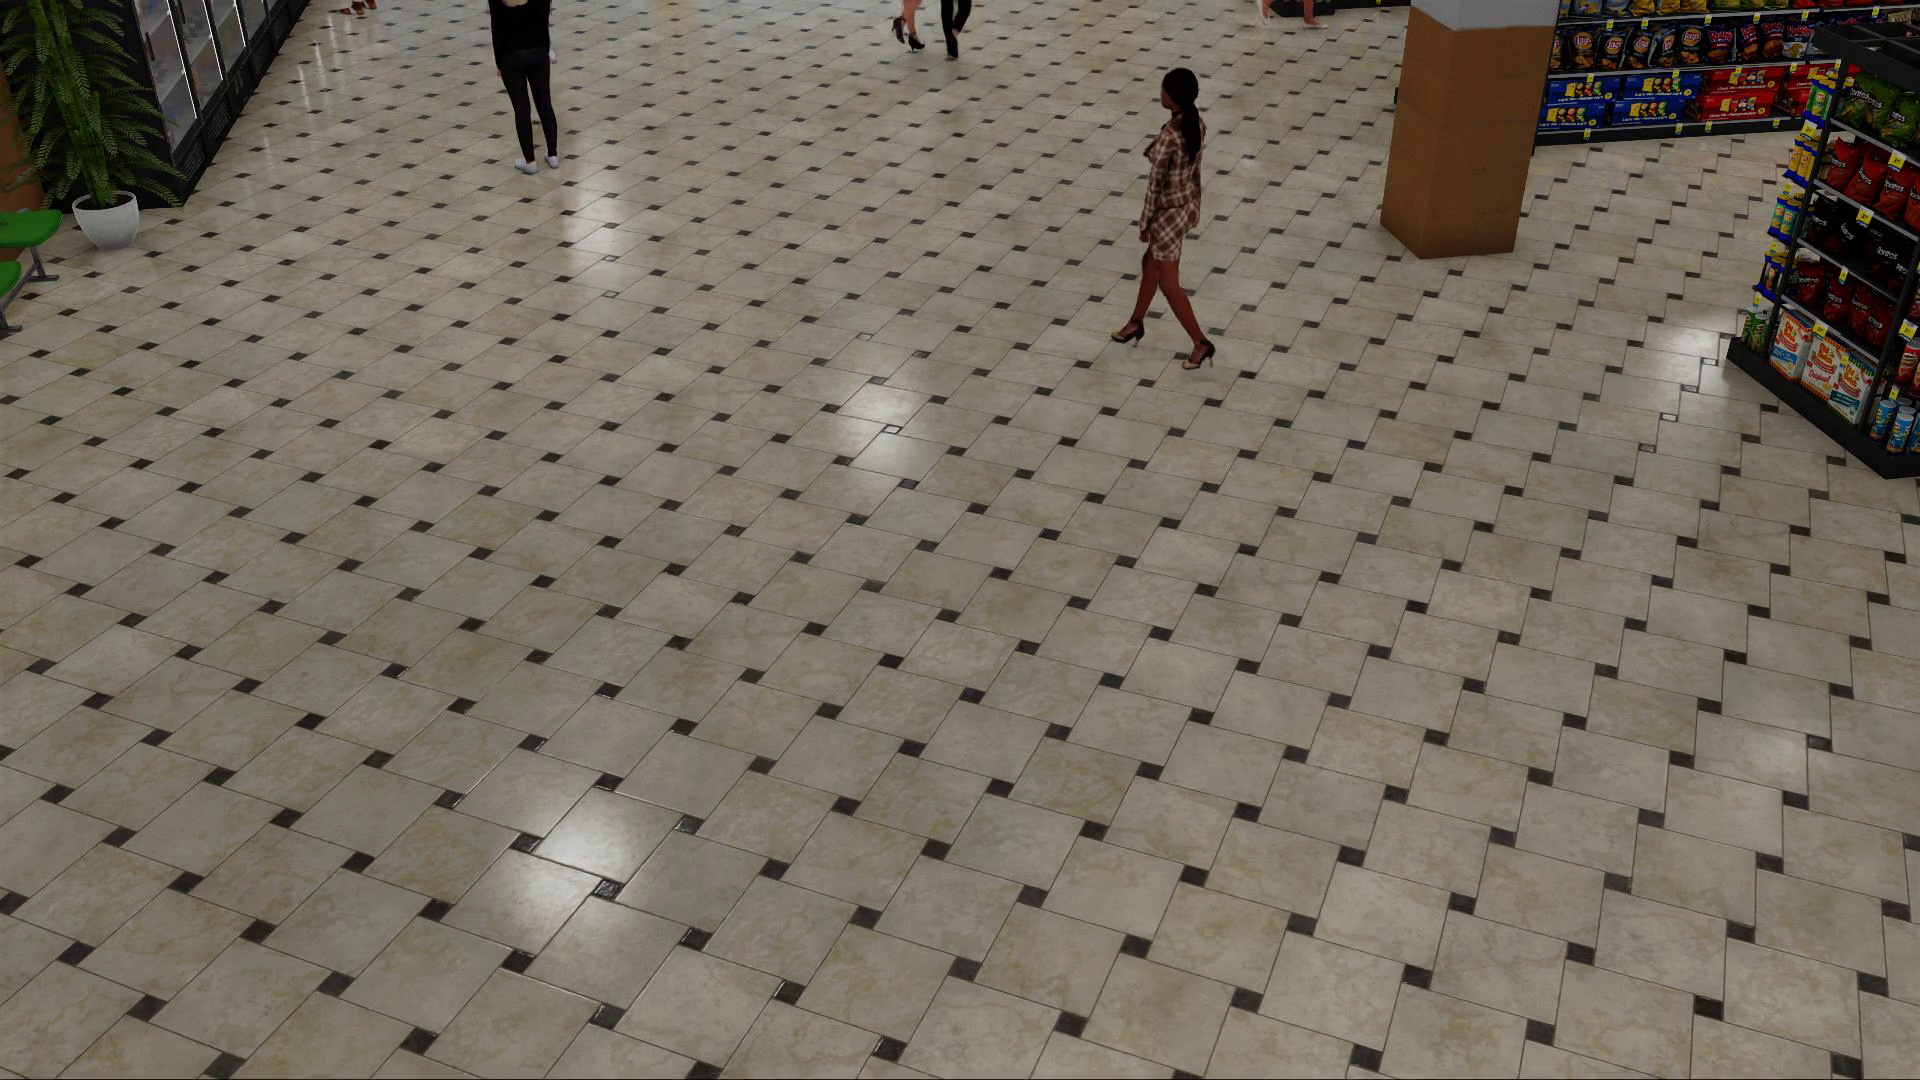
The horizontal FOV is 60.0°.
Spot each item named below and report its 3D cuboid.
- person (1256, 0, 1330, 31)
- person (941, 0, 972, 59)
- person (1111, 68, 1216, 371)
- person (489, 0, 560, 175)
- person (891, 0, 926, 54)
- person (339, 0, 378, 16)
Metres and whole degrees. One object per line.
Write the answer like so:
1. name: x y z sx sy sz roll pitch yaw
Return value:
1. person: 3.262 -5.753 15.985 1.063 1.693 0.878 7 33 11
2. person: -0.065 -5.137 15.208 0.877 1.467 0.838 6 32 10
3. person: 1.267 -1.786 9.548 1.040 1.759 1.002 22 38 31
4. person: -3.295 -3.625 12.572 0.612 1.687 0.740 -20 37 -29
5. person: -0.490 -5.341 15.228 0.928 1.794 0.985 19 37 28
6. person: -6.150 -6.148 16.592 0.694 1.723 0.675 13 34 20
